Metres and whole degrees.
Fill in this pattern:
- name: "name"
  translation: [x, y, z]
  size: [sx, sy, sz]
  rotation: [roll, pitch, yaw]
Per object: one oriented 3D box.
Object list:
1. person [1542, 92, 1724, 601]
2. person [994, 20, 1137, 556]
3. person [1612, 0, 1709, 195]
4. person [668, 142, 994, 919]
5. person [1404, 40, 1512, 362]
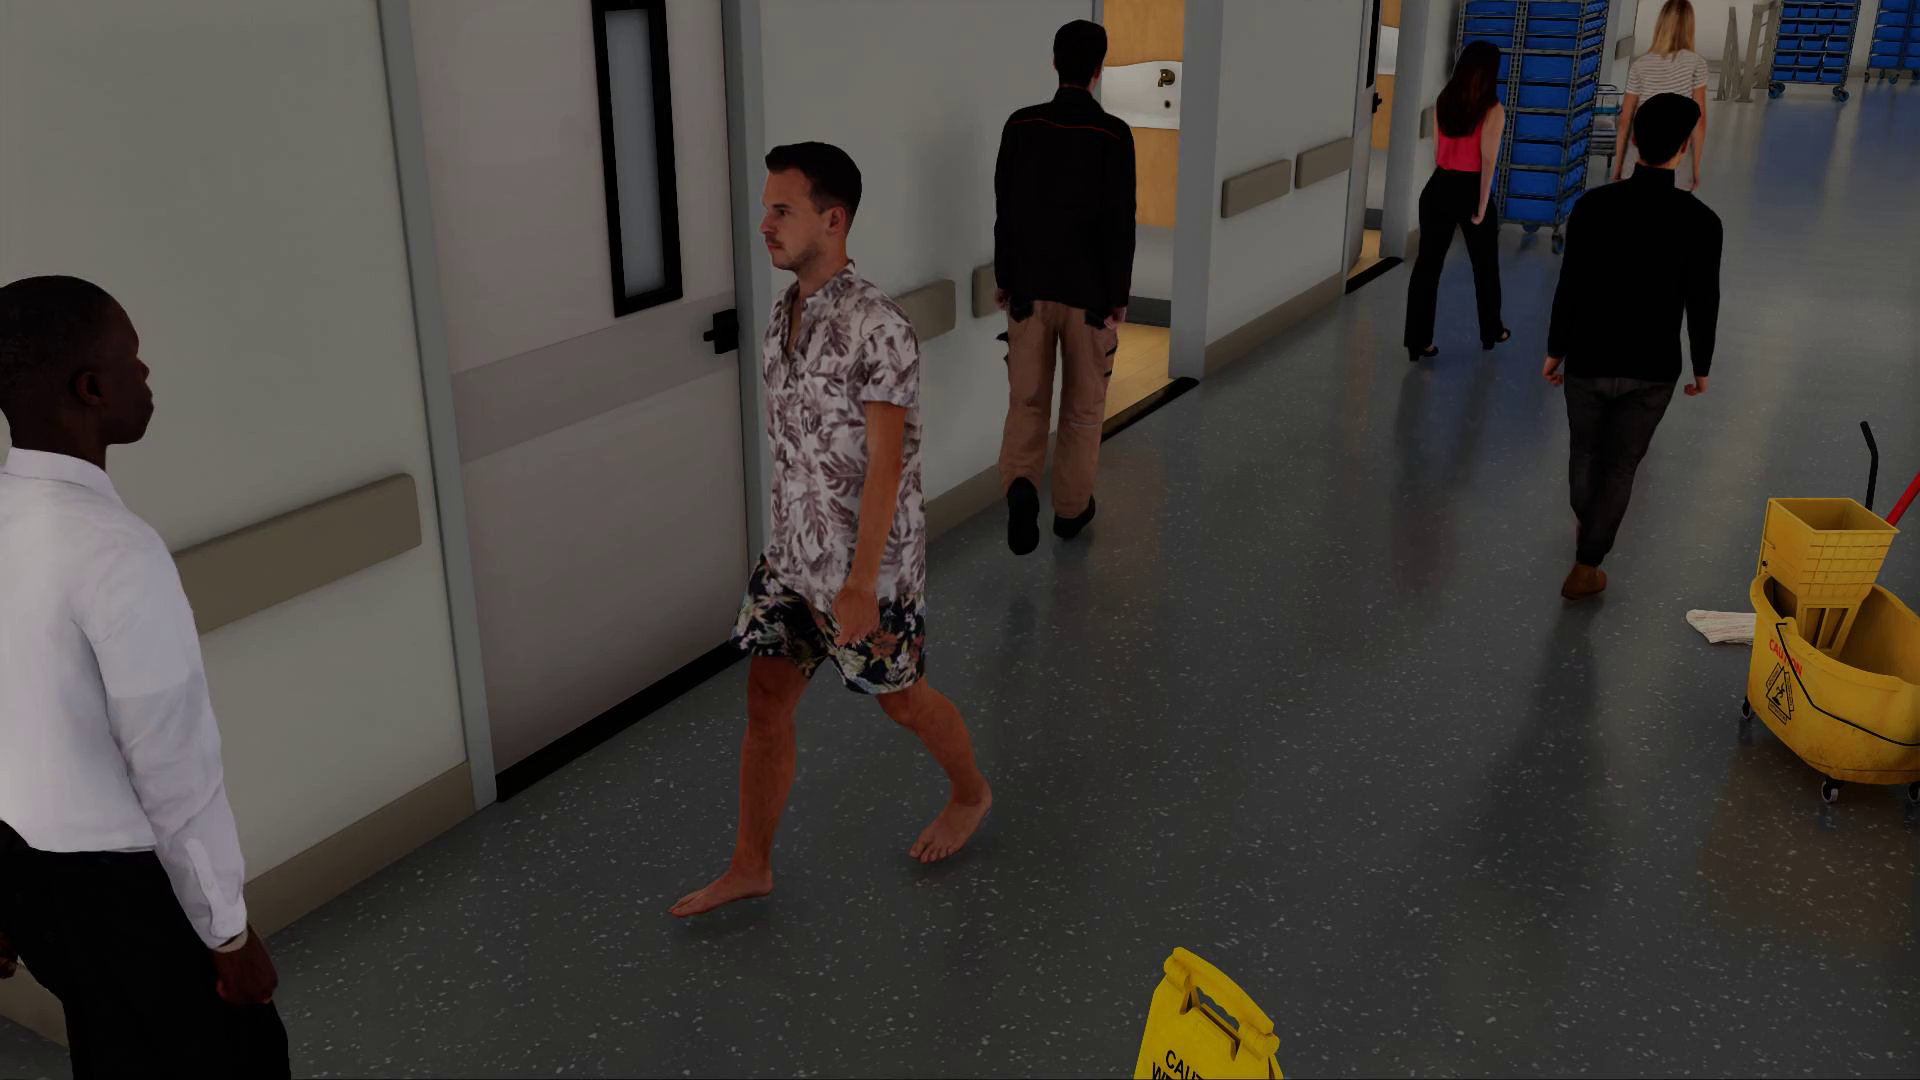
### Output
- name: "person"
  translation: [2.216, -0.604, 5.606]
  size: [0.695, 1.698, 0.960]
  rotation: [13, 24, 31]
- name: "person"
  translation: [0.334, -0.845, 5.952]
  size: [0.875, 1.903, 1.154]
  rotation: [5, 21, 14]
- name: "person"
  translation: [3.909, -2.081, 9.336]
  size: [0.633, 1.818, 0.606]
  rotation: [11, 23, 26]
- name: "person"
  translation: [-0.192, 0.005, 3.874]
  size: [1.212, 1.785, 0.929]
  rotation: [-17, 26, -37]
- name: "person"
  translation: [2.544, -1.725, 8.656]
  size: [0.747, 1.633, 1.006]
  rotation: [19, 28, 41]
